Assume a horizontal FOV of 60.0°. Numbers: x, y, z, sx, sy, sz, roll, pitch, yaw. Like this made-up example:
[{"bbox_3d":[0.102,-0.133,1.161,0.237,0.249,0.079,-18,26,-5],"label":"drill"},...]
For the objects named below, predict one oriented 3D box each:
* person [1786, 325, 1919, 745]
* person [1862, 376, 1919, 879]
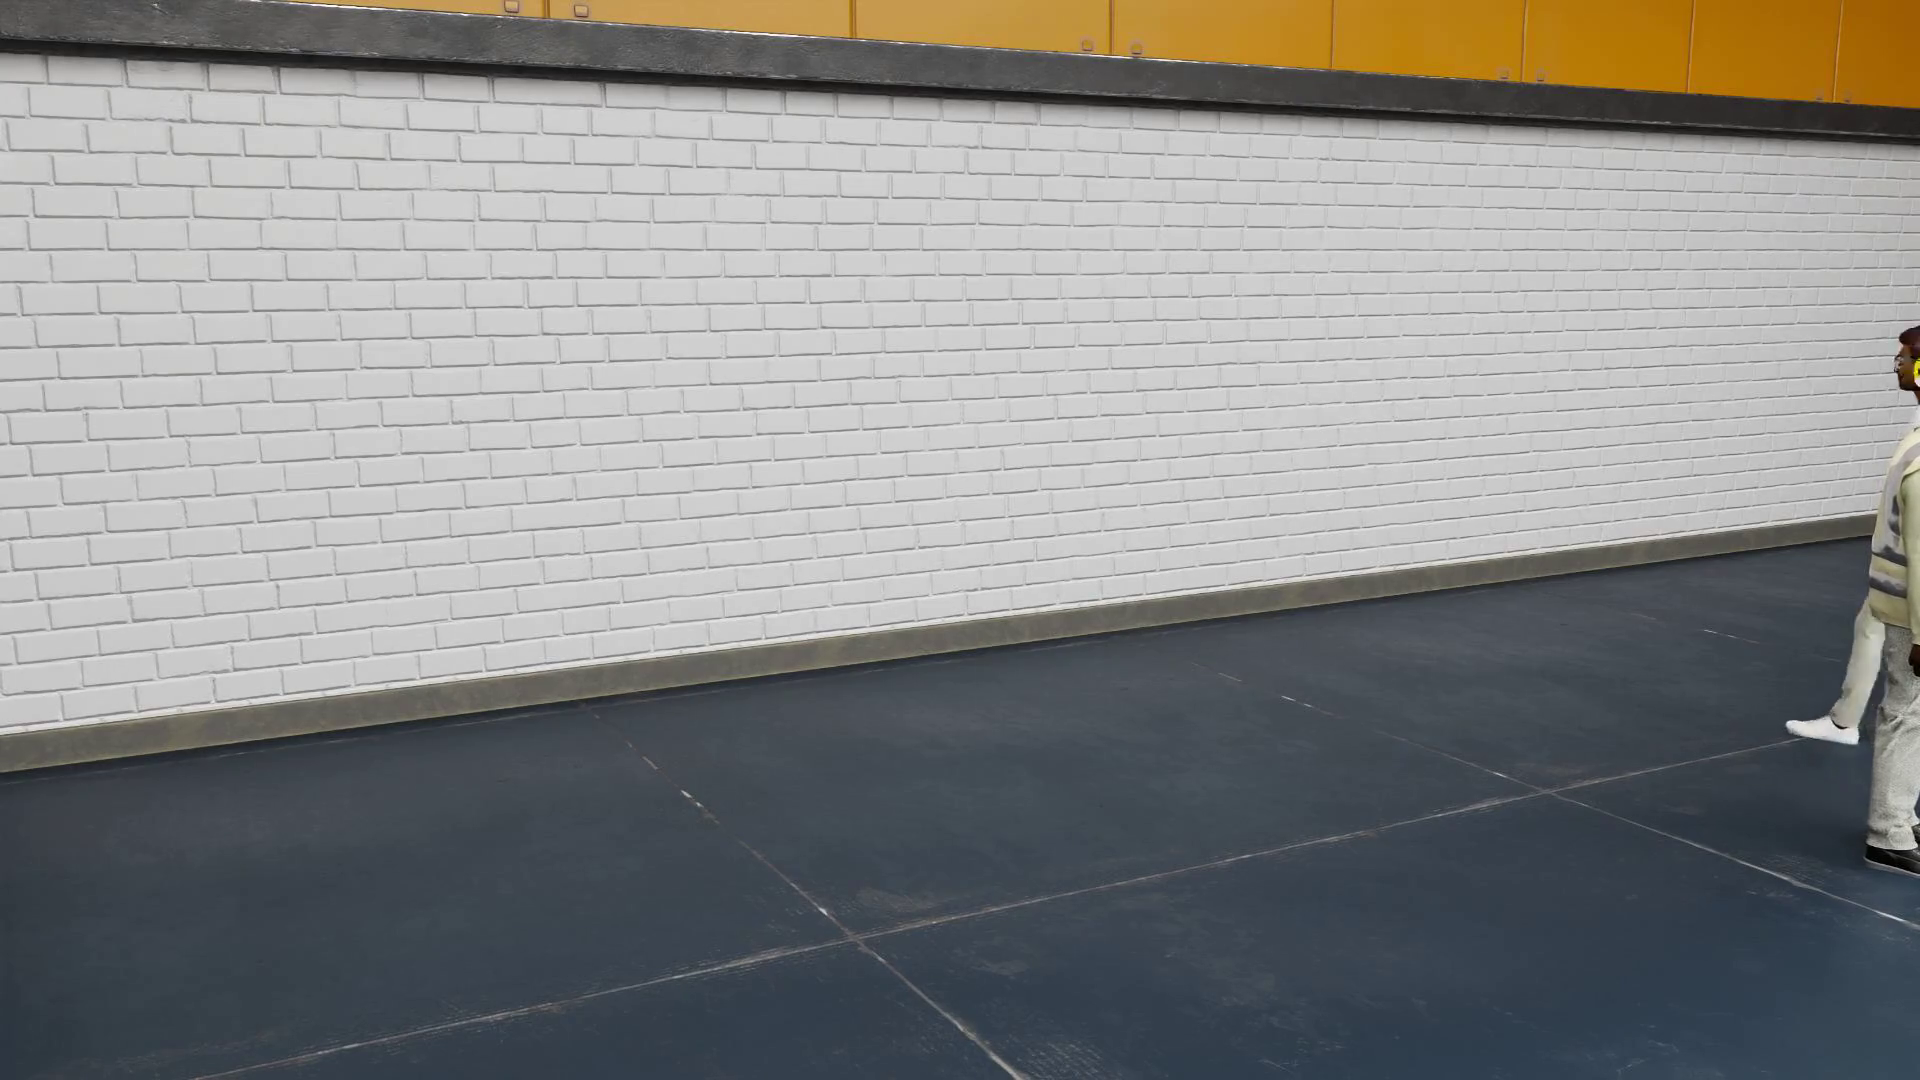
[{"bbox_3d":[4.080,0.022,6.942,0.503,1.834,0.940,-9,13,-43],"label":"person"},{"bbox_3d":[3.325,0.242,5.685,0.403,1.825,0.592,5,11,29],"label":"person"}]
